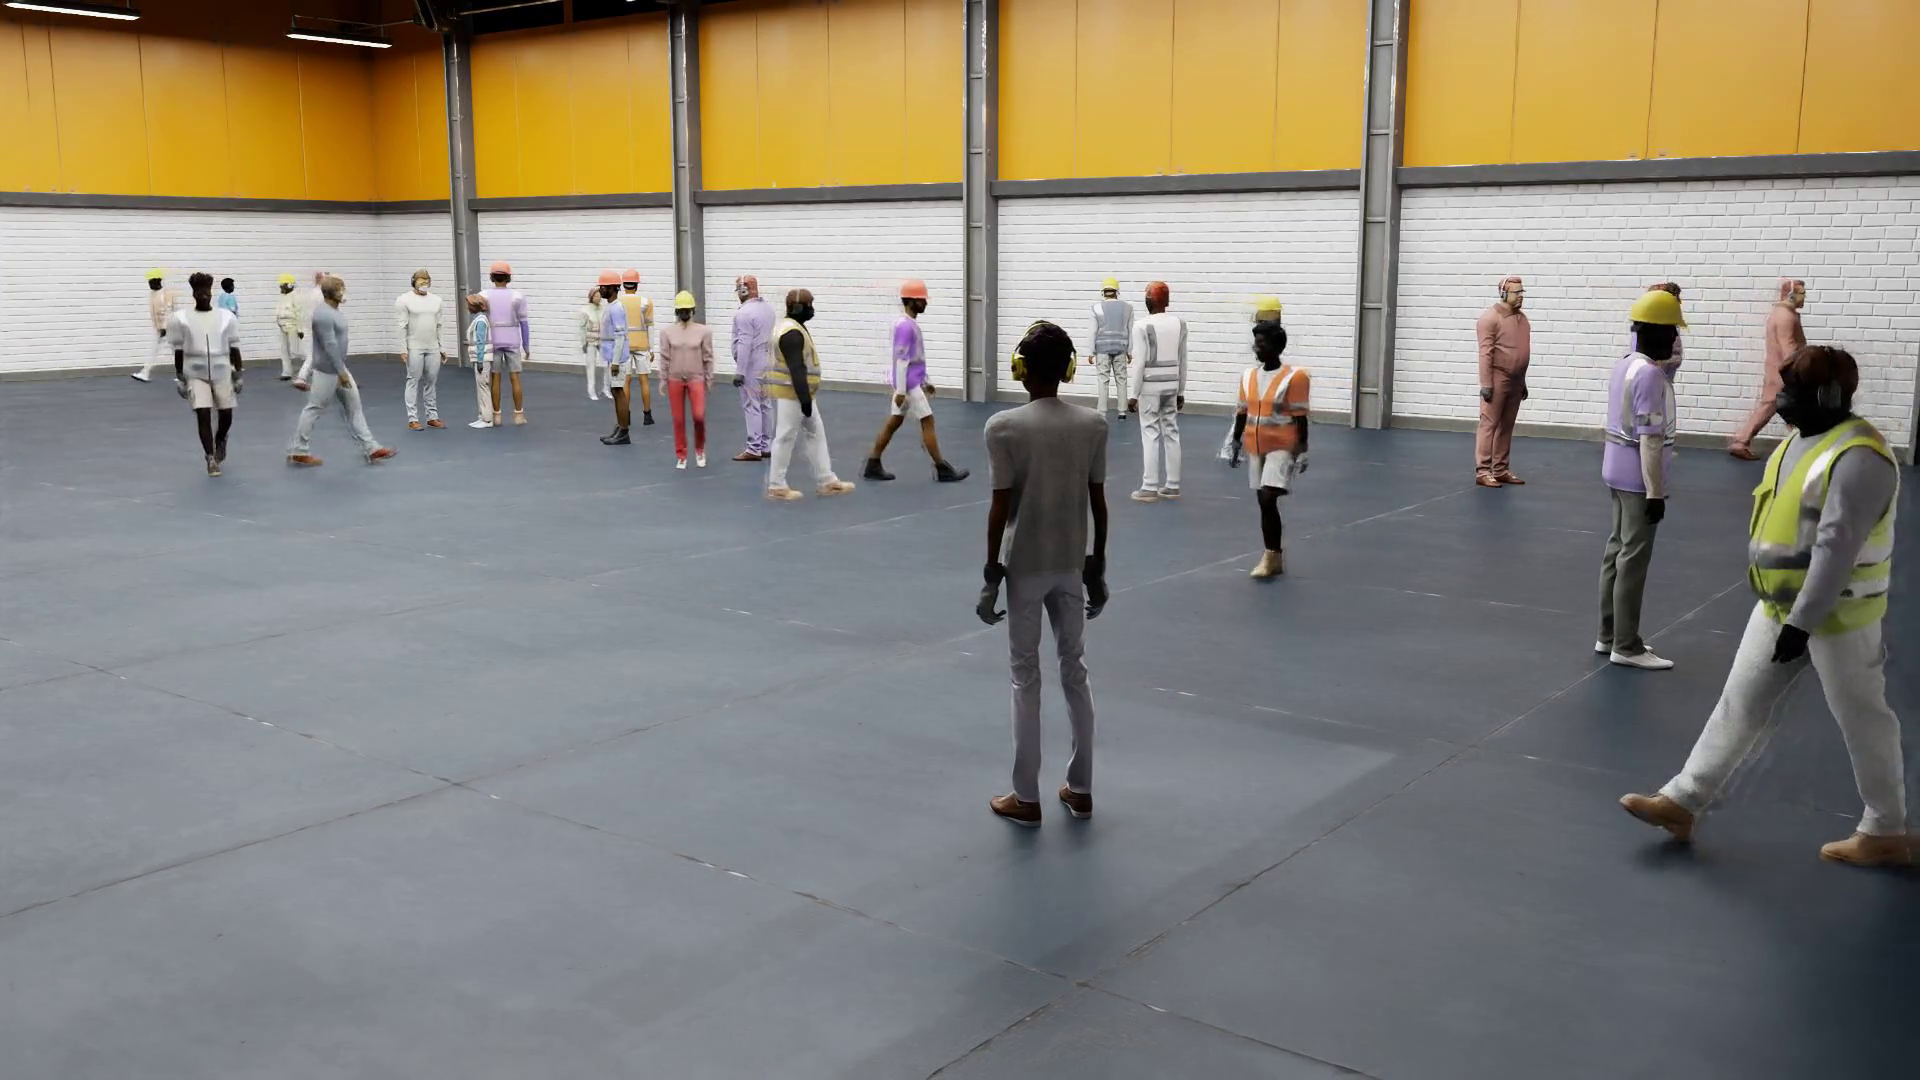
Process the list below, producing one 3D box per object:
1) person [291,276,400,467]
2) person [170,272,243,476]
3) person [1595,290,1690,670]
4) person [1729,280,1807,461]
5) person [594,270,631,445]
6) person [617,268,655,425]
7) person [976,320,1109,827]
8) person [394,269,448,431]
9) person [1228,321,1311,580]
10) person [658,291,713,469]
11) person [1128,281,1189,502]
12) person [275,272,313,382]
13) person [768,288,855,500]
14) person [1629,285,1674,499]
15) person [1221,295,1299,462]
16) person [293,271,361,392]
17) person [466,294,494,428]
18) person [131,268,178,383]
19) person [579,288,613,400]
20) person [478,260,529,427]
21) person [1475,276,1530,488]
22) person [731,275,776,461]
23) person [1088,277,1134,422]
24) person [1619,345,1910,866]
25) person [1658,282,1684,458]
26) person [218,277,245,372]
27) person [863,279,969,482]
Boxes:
[{"bbox_3d":[-6.202,-1.661,16.533,1.037,1.892,0.628,-1,10,-5],"label":"person"},{"bbox_3d":[-7.251,-1.608,16.029,0.607,1.949,0.691,-6,11,-30],"label":"person"},{"bbox_3d":[3.497,-0.311,8.541,0.364,1.928,0.587,1,10,6],"label":"person"},{"bbox_3d":[8.405,-1.719,16.955,0.969,1.859,0.658,4,11,24],"label":"person"},{"bbox_3d":[-3.864,-2.028,18.510,0.356,1.937,0.552,-3,10,-17],"label":"person"},{"bbox_3d":[-4.051,-2.385,20.587,0.544,1.939,0.372,-1,10,-7],"label":"person"},{"bbox_3d":[0.309,0.127,6.166,0.532,1.868,0.310,-4,11,-23],"label":"person"},{"bbox_3d":[-6.471,-2.287,20.033,0.372,1.934,0.627,8,13,40],"label":"person"},{"bbox_3d":[1.955,-0.573,10.778,0.612,1.671,0.559,-8,12,-38],"label":"person"},{"bbox_3d":[-2.689,-1.556,16.319,0.534,1.754,0.412,-1,10,-5],"label":"person"},{"bbox_3d":[1.695,-1.267,14.246,0.584,1.879,0.337,-6,11,-31],"label":"person"},{"bbox_3d":[-11.099,-3.549,27.730,0.598,1.814,0.673,9,13,41],"label":"person"},{"bbox_3d":[-1.271,-1.238,14.262,0.853,1.812,0.660,0,10,-2],"label":"person"},{"bbox_3d":[5.995,-1.284,14.458,0.425,1.843,0.606,1,10,8],"label":"person"},{"bbox_3d":[3.073,-1.627,16.873,0.891,1.698,0.501,-2,10,-11],"label":"person"},{"bbox_3d":[-9.875,-3.223,25.720,0.998,1.861,0.653,-5,11,-25],"label":"person"},{"bbox_3d":[-5.846,-2.173,20.249,0.333,1.631,0.516,-3,10,-19],"label":"person"},{"bbox_3d":[-13.237,-3.538,27.487,0.590,1.875,0.989,5,11,26],"label":"person"},{"bbox_3d":[-5.236,-2.819,24.019,0.516,1.626,0.471,-6,11,-30],"label":"person"},{"bbox_3d":[-5.606,-2.410,20.428,0.614,2.040,0.390,-2,10,-11],"label":"person"},{"bbox_3d":[4.975,-1.438,15.162,0.637,1.911,0.403,-7,12,-36],"label":"person"},{"bbox_3d":[-2.146,-1.760,17.061,0.405,1.904,0.636,4,10,20],"label":"person"},{"bbox_3d":[1.892,-2.386,20.918,0.591,1.828,0.404,-1,10,-8],"label":"person"},{"bbox_3d":[2.860,0.238,5.724,0.981,1.793,0.628,0,10,-1],"label":"person"},{"bbox_3d":[7.224,-1.766,17.330,0.557,1.829,0.629,6,11,29],"label":"person"},{"bbox_3d":[-13.130,-3.863,29.891,0.540,1.696,0.318,9,13,43],"label":"person"},{"bbox_3d":[-0.449,-1.468,15.410,0.996,1.890,0.546,0,10,-2],"label":"person"}]
